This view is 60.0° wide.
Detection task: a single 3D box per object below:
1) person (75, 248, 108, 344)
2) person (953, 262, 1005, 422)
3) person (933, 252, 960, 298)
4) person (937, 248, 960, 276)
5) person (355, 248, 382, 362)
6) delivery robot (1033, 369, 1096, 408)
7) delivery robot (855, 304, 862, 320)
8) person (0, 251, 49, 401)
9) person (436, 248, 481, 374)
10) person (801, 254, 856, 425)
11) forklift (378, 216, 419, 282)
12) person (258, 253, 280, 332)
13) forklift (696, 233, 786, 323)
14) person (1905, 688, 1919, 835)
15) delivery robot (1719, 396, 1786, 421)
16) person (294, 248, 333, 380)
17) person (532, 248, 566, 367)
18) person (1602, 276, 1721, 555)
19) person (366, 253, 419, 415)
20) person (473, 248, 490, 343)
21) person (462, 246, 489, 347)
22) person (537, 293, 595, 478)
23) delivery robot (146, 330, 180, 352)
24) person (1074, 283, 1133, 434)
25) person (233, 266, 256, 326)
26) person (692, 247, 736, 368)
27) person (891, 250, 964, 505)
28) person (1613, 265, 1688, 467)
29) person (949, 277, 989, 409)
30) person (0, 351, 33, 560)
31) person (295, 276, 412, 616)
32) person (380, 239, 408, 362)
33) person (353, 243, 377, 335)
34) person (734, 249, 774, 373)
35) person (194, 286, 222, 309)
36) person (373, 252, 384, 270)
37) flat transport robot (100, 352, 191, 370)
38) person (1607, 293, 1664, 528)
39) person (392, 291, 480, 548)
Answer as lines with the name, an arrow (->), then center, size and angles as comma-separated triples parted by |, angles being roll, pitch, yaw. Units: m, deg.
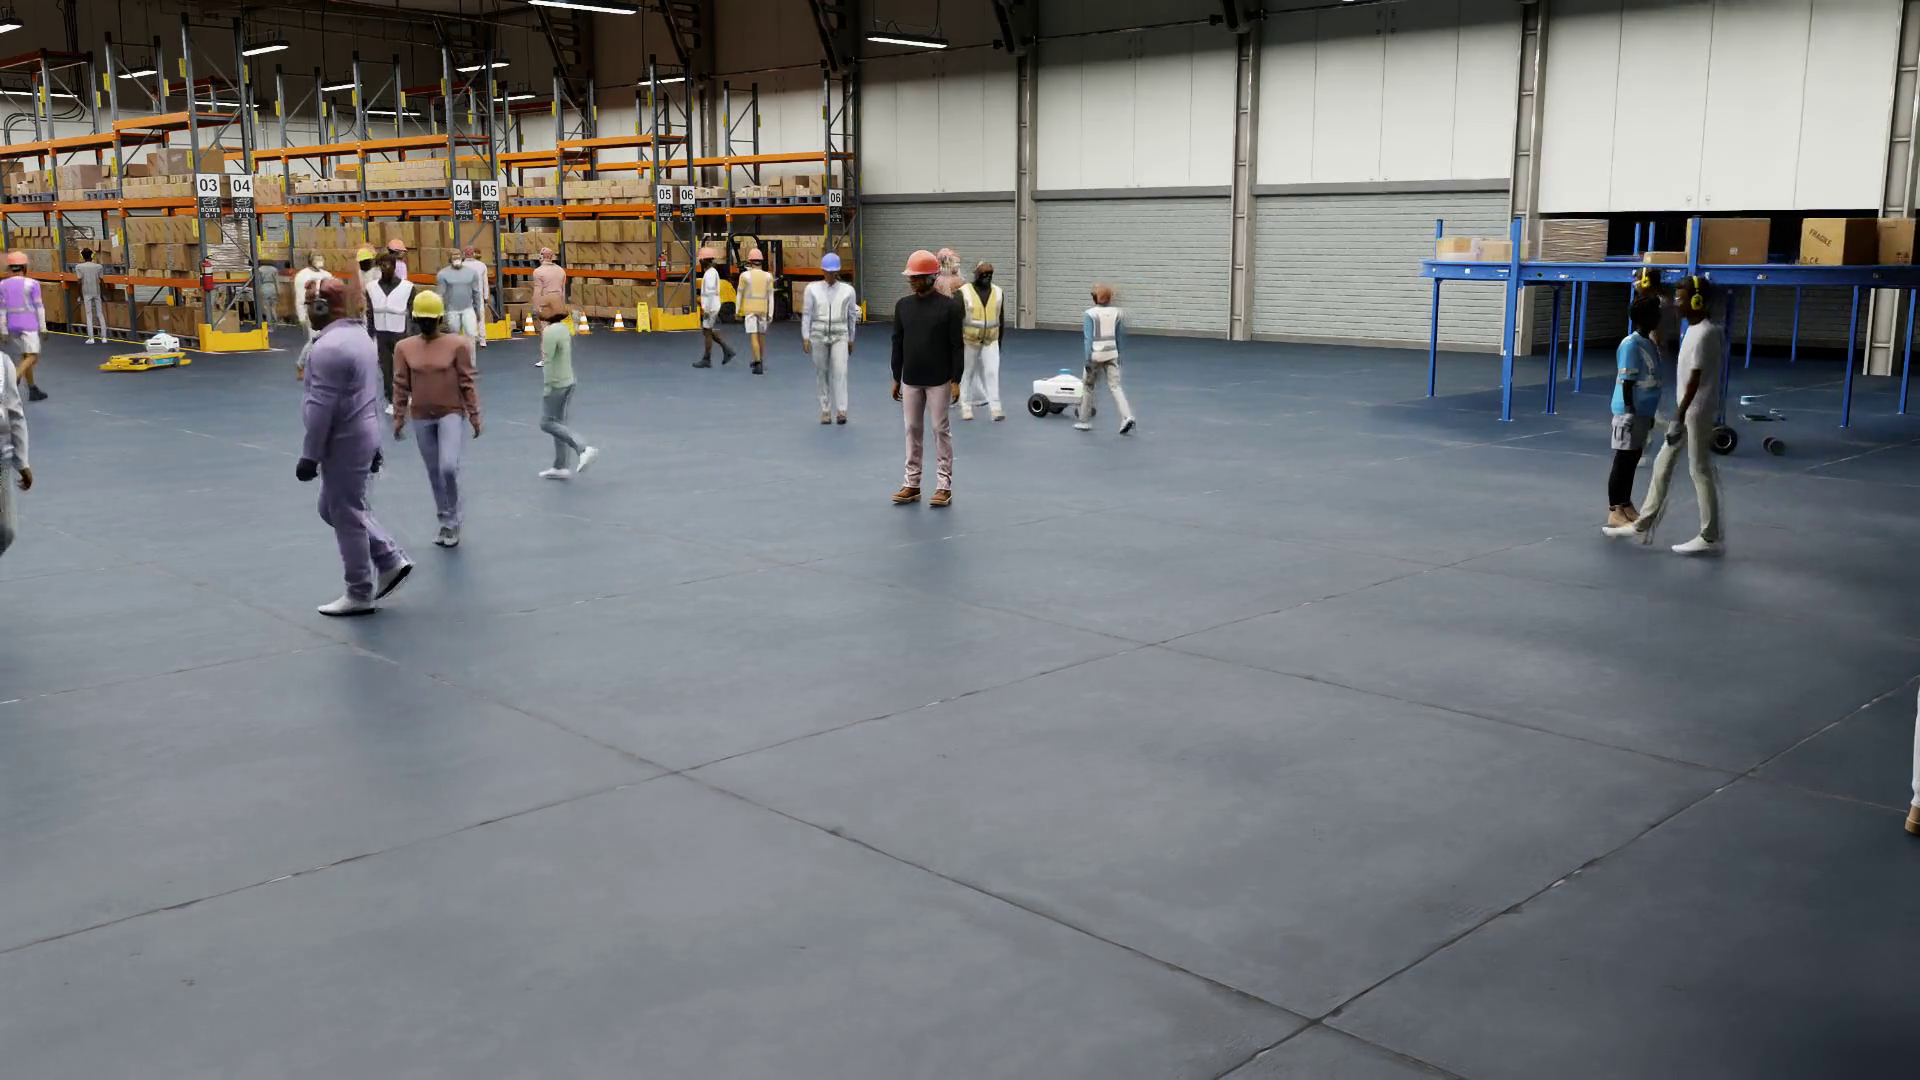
person -> -17.017, -4.777, 32.564 | 0.519, 1.865, 0.335 | -8, 13, -39
person -> 0.235, -2.243, 18.911 | 0.660, 1.795, 0.916 | -3, 11, -16
person -> -0.064, -3.115, 23.502 | 0.982, 1.854, 0.659 | 7, 13, 34
person -> -0.183, -4.130, 28.965 | 0.983, 1.895, 0.560 | 9, 13, 39
person -> -9.819, -3.955, 27.989 | 0.626, 1.896, 0.691 | 9, 14, 40
delivery robot -> 1.231, -1.766, 19.575 | 0.707, 0.478, 0.477 | 6, 12, 30
delivery robot -> -2.557, -5.479, 39.820 | 0.477, 0.478, 0.707 | -2, 10, -10
person -> -11.971, -2.712, 21.155 | 0.538, 1.917, 0.830 | 1, 10, 8
person -> -7.555, -3.442, 25.142 | 0.660, 1.904, 0.868 | -5, 11, -23
person -> -1.455, -2.220, 18.519 | 0.618, 1.892, 0.986 | -1, 10, -5
forklift -> -17.868, -9.201, 54.028 | 1.873, 2.768, 1.129 | -10, 14, -44
person -> -15.214, -5.435, 36.509 | 0.429, 1.725, 0.505 | 9, 14, 42
forklift -> -5.496, -6.489, 41.108 | 2.313, 2.155, 1.214 | -10, 14, -44
person -> 3.529, 0.169, 5.655 | 0.429, 1.840, 0.634 | 1, 10, 3
delivery robot -> 7.711, -1.299, 16.316 | 0.698, 0.223, 0.335 | 2, 11, 13
person -> -9.154, -3.176, 23.669 | 0.655, 1.924, 0.653 | 5, 11, 25
person -> -6.674, -3.767, 26.935 | 0.410, 1.909, 0.643 | 7, 12, 32
person -> 4.727, -0.820, 11.054 | 0.828, 1.834, 0.549 | 3, 11, 17
person -> -6.786, -2.480, 19.939 | 0.595, 1.902, 0.619 | 0, 10, 0
person -> -9.560, -4.842, 32.920 | 0.593, 1.859, 0.625 | 5, 11, 24
person -> -9.248, -4.599, 31.472 | 0.651, 1.907, 0.409 | -5, 12, -27
person -> -3.458, -1.332, 14.442 | 0.459, 1.615, 0.514 | 1, 10, 4
delivery robot -> -13.280, -3.257, 27.702 | 0.477, 0.478, 0.707 | -2, 10, -8
person -> 1.568, -1.959, 17.904 | 0.530, 1.607, 0.819 | -7, 12, -33
person -> -16.721, -5.851, 38.871 | 0.534, 1.696, 0.322 | -2, 11, -12
person -> -4.002, -3.747, 26.785 | 0.578, 1.931, 0.562 | -1, 10, -6
person -> -0.272, -1.269, 13.079 | 0.623, 1.989, 0.391 | 5, 12, 27
person -> 6.346, -1.580, 15.197 | 0.517, 1.833, 0.582 | 3, 11, 18
person -> 0.026, -2.403, 20.329 | 0.866, 1.586, 0.535 | -7, 12, -33
person -> -5.380, -0.431, 8.992 | 0.602, 1.817, 0.650 | -10, 14, -43
person -> -3.444, -0.514, 9.268 | 0.451, 1.888, 0.641 | -1, 10, -7
person -> -9.446, -4.025, 27.973 | 0.611, 2.040, 0.392 | 7, 13, 35
person -> -10.485, -4.210, 29.171 | 0.602, 1.970, 0.647 | -4, 11, -22
person -> -3.187, -3.547, 25.784 | 0.552, 1.897, 0.859 | -6, 12, -28
person -> -17.389, -5.823, 38.484 | 0.638, 1.787, 0.695 | -3, 11, -16
person -> -10.418, -4.195, 29.552 | 0.568, 1.811, 0.634 | 7, 13, 34
flat transport robot -> -13.063, -2.884, 26.701 | 0.652, 0.197, 1.431 | 1, 10, 7
person -> 4.870, -0.919, 11.971 | 0.320, 1.698, 0.531 | 8, 13, 37
person -> -3.559, -0.812, 11.259 | 0.565, 1.730, 0.593 | 0, 10, 0
